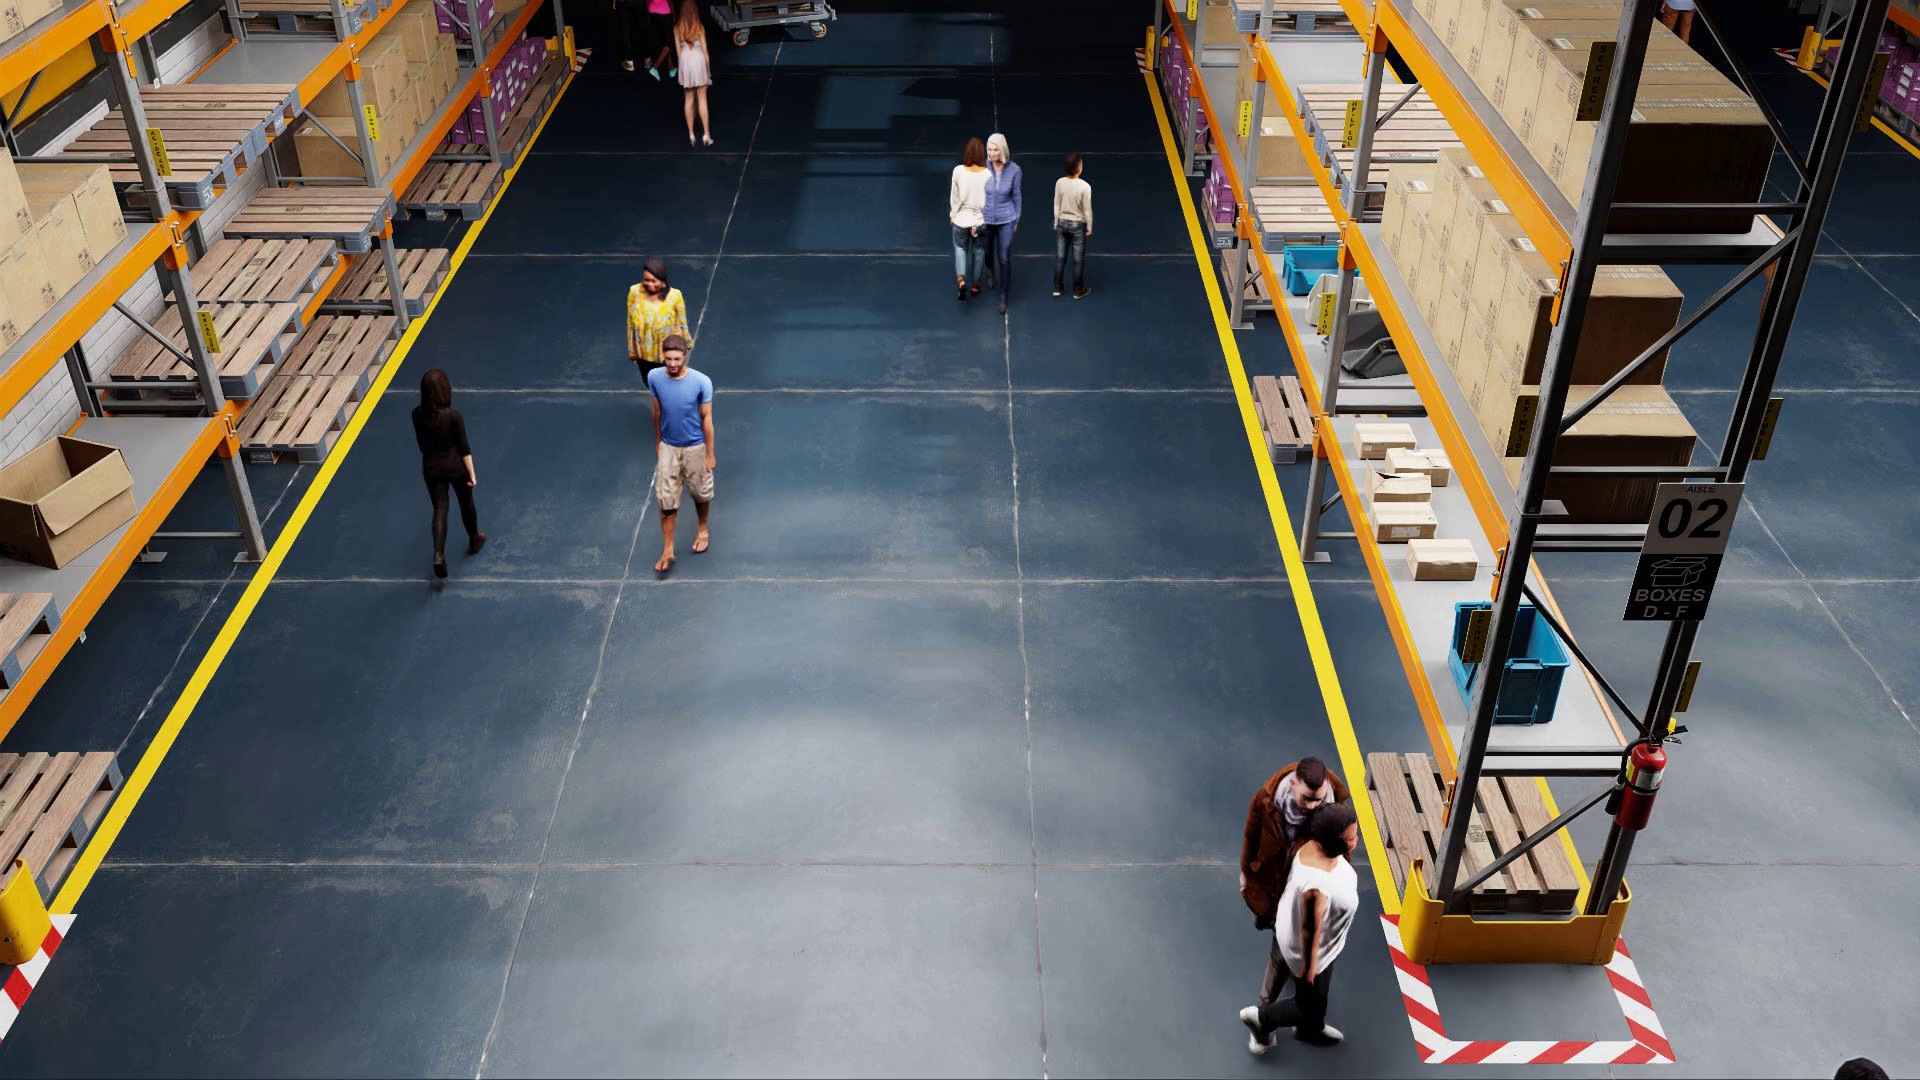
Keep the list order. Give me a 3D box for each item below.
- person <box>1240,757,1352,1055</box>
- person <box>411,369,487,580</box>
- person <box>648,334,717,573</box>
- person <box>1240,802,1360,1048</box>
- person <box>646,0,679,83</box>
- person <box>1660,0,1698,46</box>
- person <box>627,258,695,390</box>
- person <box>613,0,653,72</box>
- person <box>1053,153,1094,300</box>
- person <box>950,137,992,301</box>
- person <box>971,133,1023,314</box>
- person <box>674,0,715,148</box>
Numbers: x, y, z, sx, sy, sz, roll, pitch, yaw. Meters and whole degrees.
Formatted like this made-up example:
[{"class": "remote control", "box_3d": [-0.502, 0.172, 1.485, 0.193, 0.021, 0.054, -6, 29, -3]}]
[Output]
[{"class": "person", "box_3d": [1.734, 1.760, 8.780, 1.026, 1.792, 1.247, 16, 37, 22]}, {"class": "person", "box_3d": [-3.830, -0.476, 12.299, 0.562, 1.620, 0.968, 0, 34, 1]}, {"class": "person", "box_3d": [-2.054, -0.755, 12.511, 0.697, 1.850, 0.944, 4, 34, 5]}, {"class": "person", "box_3d": [1.765, 2.003, 8.518, 0.797, 1.676, 0.788, 6, 34, 9]}, {"class": "person", "box_3d": [-3.966, -6.842, 21.802, 0.868, 1.702, 1.072, 18, 37, 24]}, {"class": "person", "box_3d": [9.666, -7.221, 22.259, 0.671, 1.828, 0.555, 1, 34, 1]}, {"class": "person", "box_3d": [-2.529, -1.634, 14.033, 0.751, 1.629, 1.007, 3, 34, 5]}, {"class": "person", "box_3d": [-4.413, -7.260, 22.257, 0.712, 1.896, 0.687, -12, 35, -17]}, {"class": "person", "box_3d": [1.092, -3.092, 16.377, 0.627, 1.463, 0.625, 15, 36, 21]}, {"class": "person", "box_3d": [0.113, -3.072, 16.167, 0.733, 1.662, 0.901, 4, 34, 6]}, {"class": "person", "box_3d": [0.348, -3.164, 16.257, 0.738, 1.714, 1.093, 4, 34, 6]}, {"class": "person", "box_3d": [-3.174, -5.572, 19.832, 0.586, 1.769, 0.604, 4, 34, 6]}]
